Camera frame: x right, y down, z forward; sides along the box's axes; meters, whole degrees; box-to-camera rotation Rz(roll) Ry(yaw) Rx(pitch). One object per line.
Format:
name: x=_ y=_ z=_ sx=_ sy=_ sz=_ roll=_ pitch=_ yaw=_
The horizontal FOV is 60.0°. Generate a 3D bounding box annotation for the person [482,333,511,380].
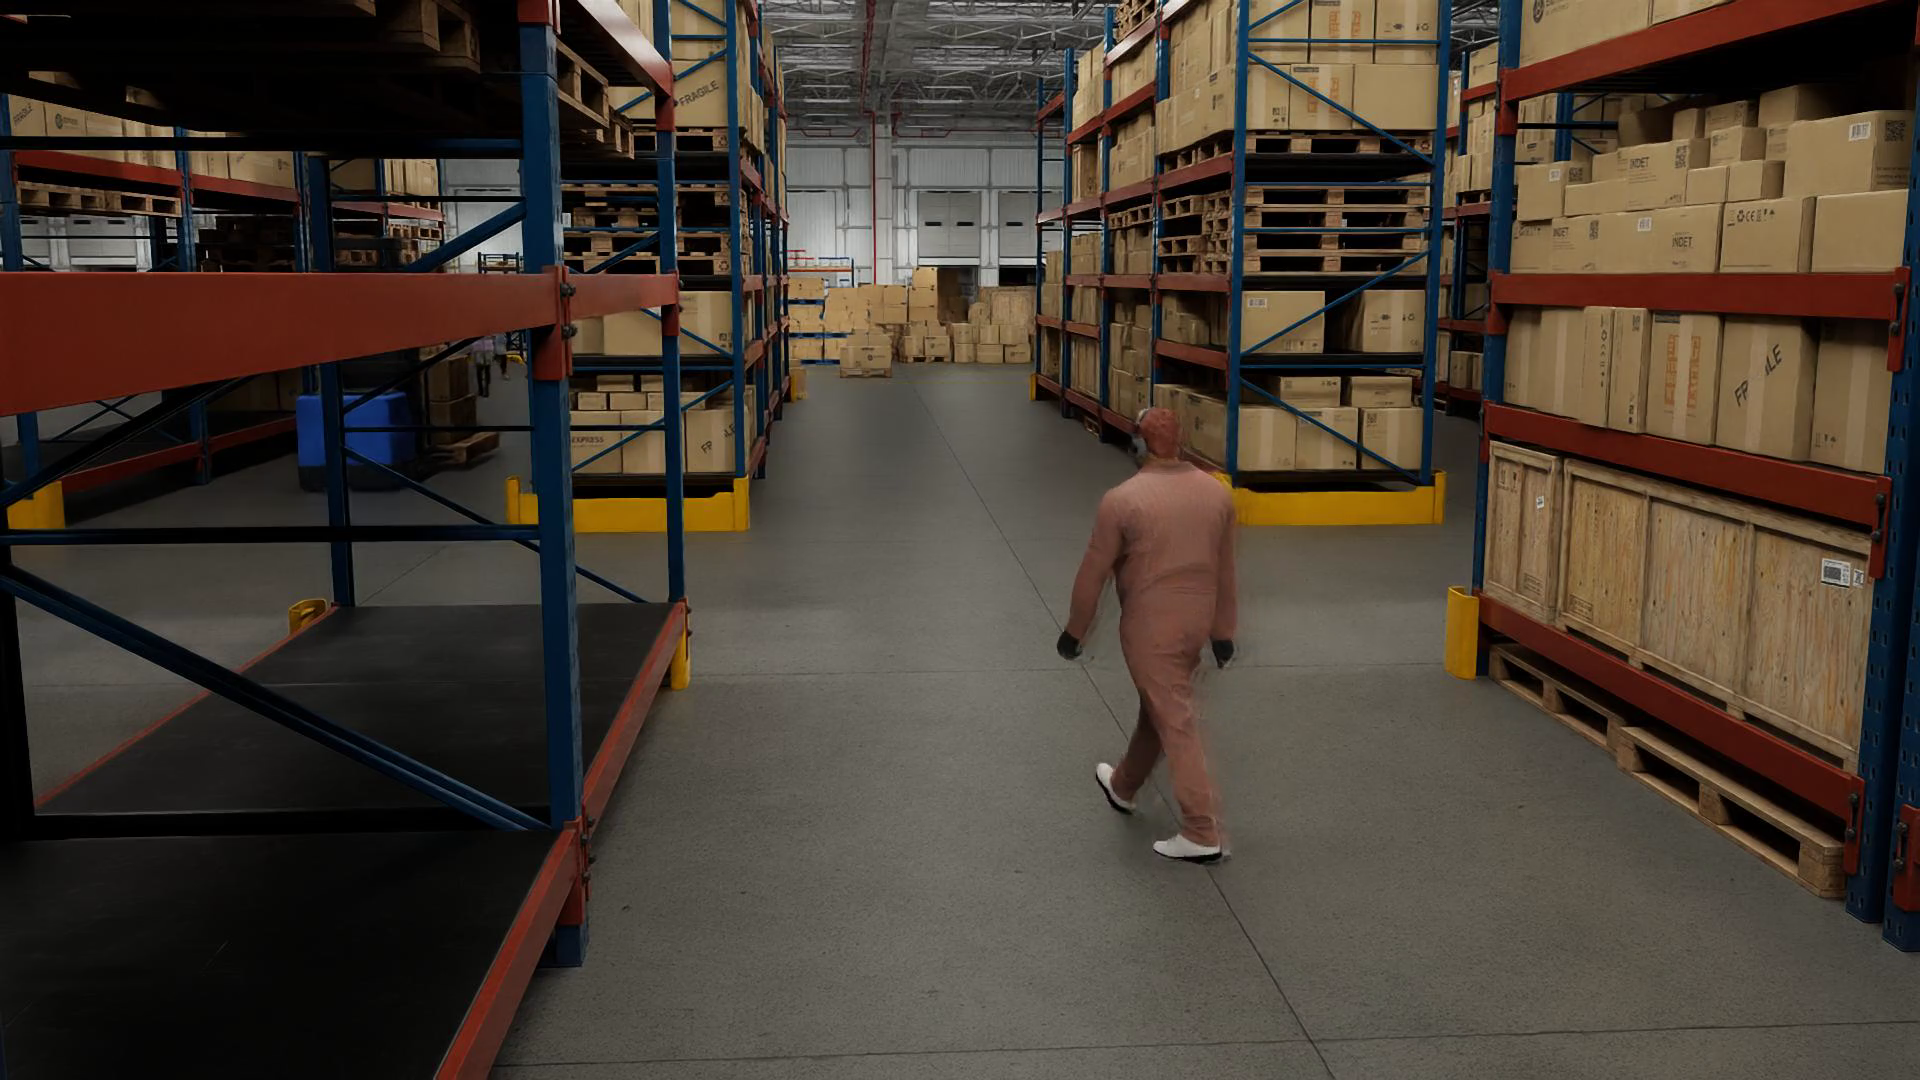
person: x=-10.687 y=-4.511 z=38.211 sx=0.707 sy=1.674 sz=0.541 roll=4 pitch=10 yaw=26

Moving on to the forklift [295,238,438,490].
forklift: x=-6.812 y=-2.044 z=18.964 sx=1.129 sy=2.768 sz=1.873 roll=-1 pitch=9 yaw=-4

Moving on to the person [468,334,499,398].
person: x=-9.309 y=-3.723 z=32.517 sx=0.581 sy=1.914 sz=0.688 roll=-4 pitch=10 yaw=-22

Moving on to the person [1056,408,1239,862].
person: x=0.812 y=0.369 z=7.044 sx=0.665 sy=1.837 sz=1.014 roll=-6 pitch=11 yaw=-32
